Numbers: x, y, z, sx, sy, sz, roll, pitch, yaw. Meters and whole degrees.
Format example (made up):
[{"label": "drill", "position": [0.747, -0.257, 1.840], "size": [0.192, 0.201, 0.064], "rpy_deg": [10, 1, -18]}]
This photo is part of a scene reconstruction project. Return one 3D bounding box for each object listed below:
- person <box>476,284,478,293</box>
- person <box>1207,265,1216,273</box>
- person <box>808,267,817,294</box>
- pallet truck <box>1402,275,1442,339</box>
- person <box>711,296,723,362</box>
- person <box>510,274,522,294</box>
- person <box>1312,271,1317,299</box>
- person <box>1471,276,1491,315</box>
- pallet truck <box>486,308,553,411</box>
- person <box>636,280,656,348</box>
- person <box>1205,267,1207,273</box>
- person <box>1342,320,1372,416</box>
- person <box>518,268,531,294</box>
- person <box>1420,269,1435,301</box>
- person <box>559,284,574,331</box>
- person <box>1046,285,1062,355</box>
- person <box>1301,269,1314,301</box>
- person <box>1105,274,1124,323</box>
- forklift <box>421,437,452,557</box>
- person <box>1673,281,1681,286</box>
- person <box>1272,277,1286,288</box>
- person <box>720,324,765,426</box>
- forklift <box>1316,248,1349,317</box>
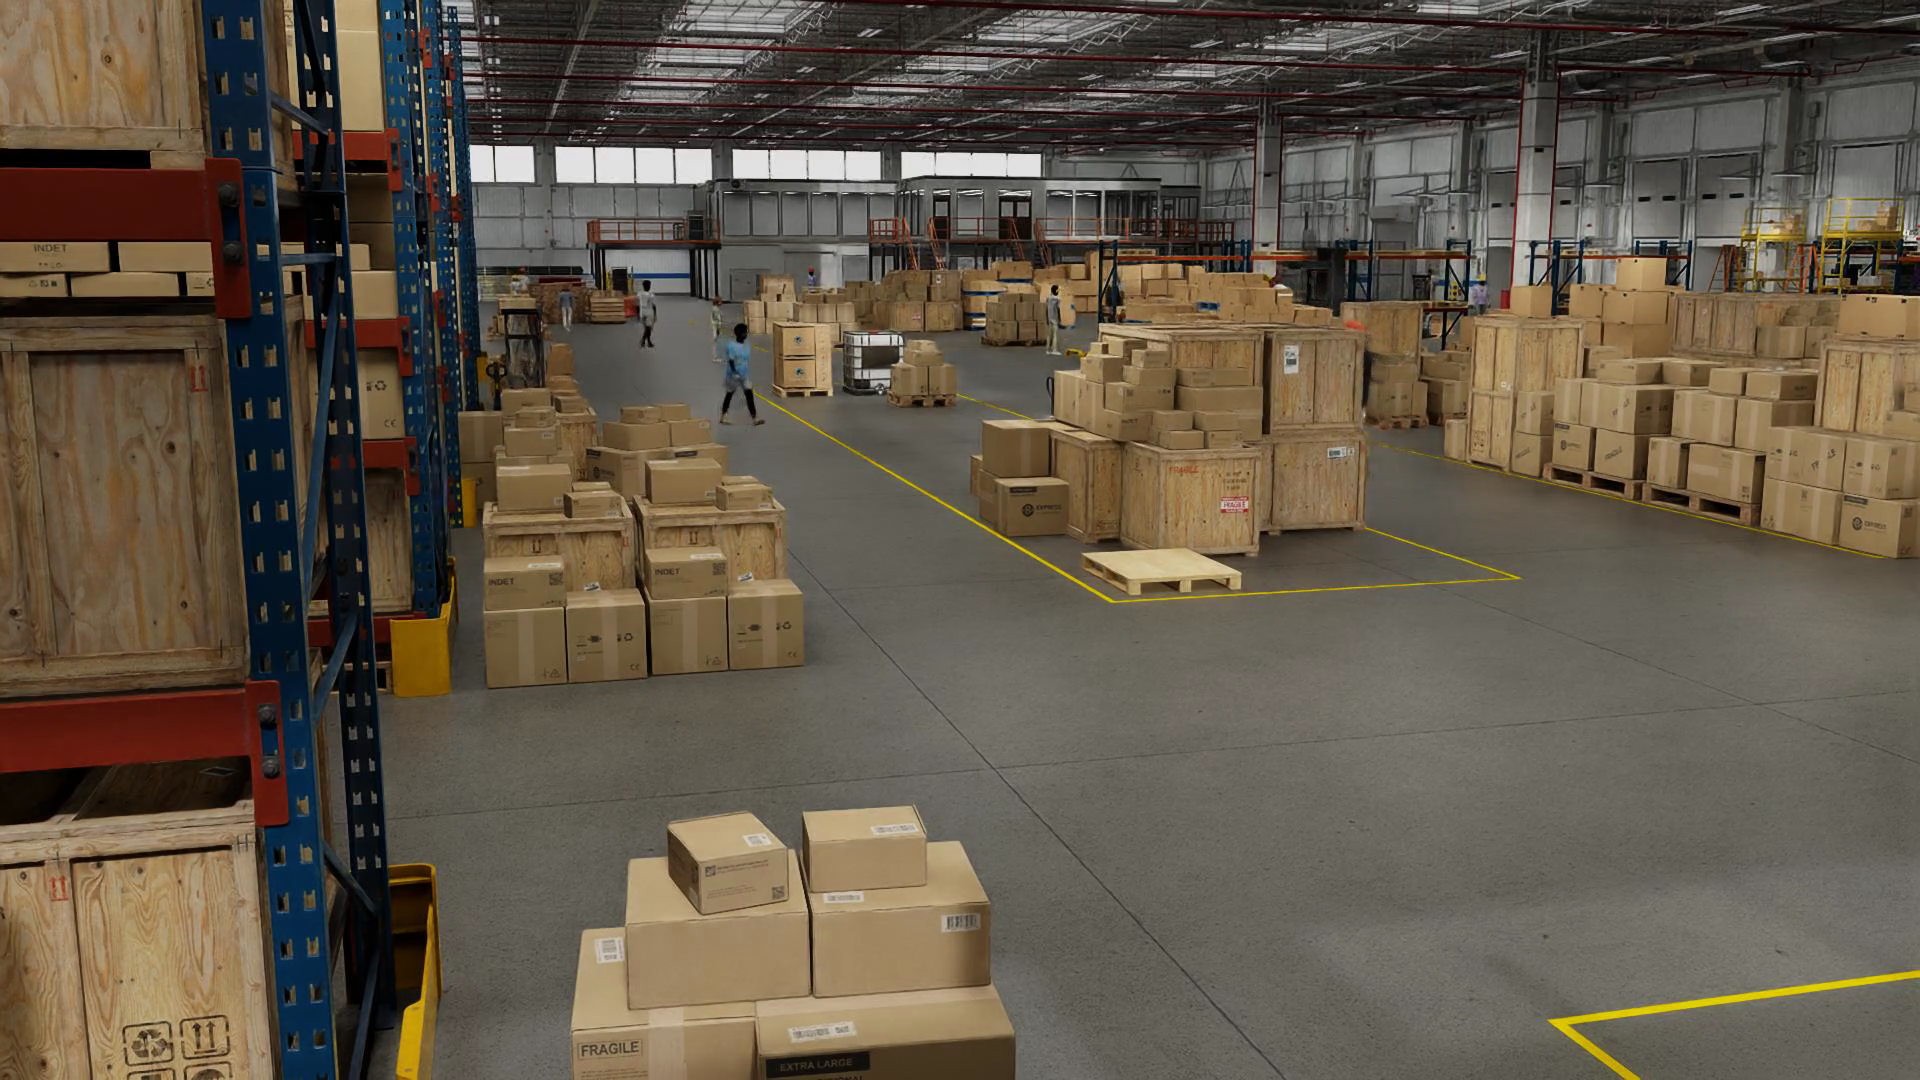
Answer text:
[{"label": "person", "position": [-18.754, -9.277, 63.723], "size": [0.597, 1.813, 0.546], "rpy_deg": [-5, 11, -27]}, {"label": "person", "position": [14.392, -14.890, 95.431], "size": [0.429, 1.841, 0.634], "rpy_deg": [9, 14, 43]}, {"label": "person", "position": [-6.541, -11.026, 73.264], "size": [0.354, 1.942, 0.545], "rpy_deg": [-9, 13, -41]}, {"label": "pallet truck", "position": [14.620, -7.324, 52.145], "size": [0.823, 1.965, 1.885], "rpy_deg": [8, 13, 40]}, {"label": "person", "position": [-6.043, -5.235, 41.365], "size": [0.315, 1.629, 0.508], "rpy_deg": [-1, 10, -5]}, {"label": "person", "position": [-18.449, -10.196, 69.221], "size": [0.486, 1.715, 0.820], "rpy_deg": [-4, 11, -20]}, {"label": "person", "position": [17.710, -12.742, 83.092], "size": [0.391, 1.911, 0.586], "rpy_deg": [-7, 12, -36]}, {"label": "person", "position": [17.792, -8.074, 56.731], "size": [0.610, 1.870, 0.977], "rpy_deg": [1, 10, 7]}, {"label": "pallet truck", "position": [-6.242, -2.418, 24.362], "size": [0.823, 1.965, 1.885], "rpy_deg": [1, 10, 3]}, {"label": "person", "position": [-8.844, -6.344, 46.772], "size": [0.607, 1.941, 0.769], "rpy_deg": [4, 11, 21]}, {"label": "person", "position": [11.343, -11.691, 77.139], "size": [0.399, 1.914, 0.591], "rpy_deg": [9, 14, 43]}, {"label": "person", "position": [4.791, -1.691, 20.298], "size": [0.614, 1.980, 0.485], "rpy_deg": [-6, 12, -32]}, {"label": "person", "position": [-18.499, -10.570, 70.611], "size": [0.666, 1.958, 0.857], "rpy_deg": [0, 10, -1]}, {"label": "person", "position": [21.441, -11.489, 76.262], "size": [0.505, 1.812, 0.984], "rpy_deg": [-4, 11, -20]}, {"label": "person", "position": [-13.314, -7.866, 56.297], "size": [0.505, 1.617, 0.473], "rpy_deg": [-3, 10, -17]}, {"label": "person", "position": [2.483, -5.829, 44.087], "size": [0.318, 1.858, 0.527], "rpy_deg": [-9, 14, -42]}, {"label": "person", "position": [14.798, -10.615, 71.037], "size": [0.893, 1.906, 0.622], "rpy_deg": [-8, 13, -38]}, {"label": "person", "position": [5.344, -8.307, 57.590], "size": [0.705, 2.000, 0.702], "rpy_deg": [4, 11, 21]}, {"label": "forklift", "position": [-5.592, -1.173, 14.818], "size": [1.873, 2.768, 1.129], "rpy_deg": [-3, 10, -15]}, {"label": "person", "position": [21.574, -6.906, 50.255], "size": [0.645, 1.830, 0.532], "rpy_deg": [4, 11, 21]}, {"label": "person", "position": [10.944, -8.157, 57.332], "size": [0.595, 1.831, 0.985], "rpy_deg": [-5, 11, -28]}, {"label": "person", "position": [-3.538, -2.639, 26.613], "size": [0.905, 1.645, 0.529], "rpy_deg": [9, 14, 42]}, {"label": "forklift", "position": [8.621, -5.380, 38.640], "size": [1.873, 2.768, 1.129], "rpy_deg": [-3, 10, -15]}]
